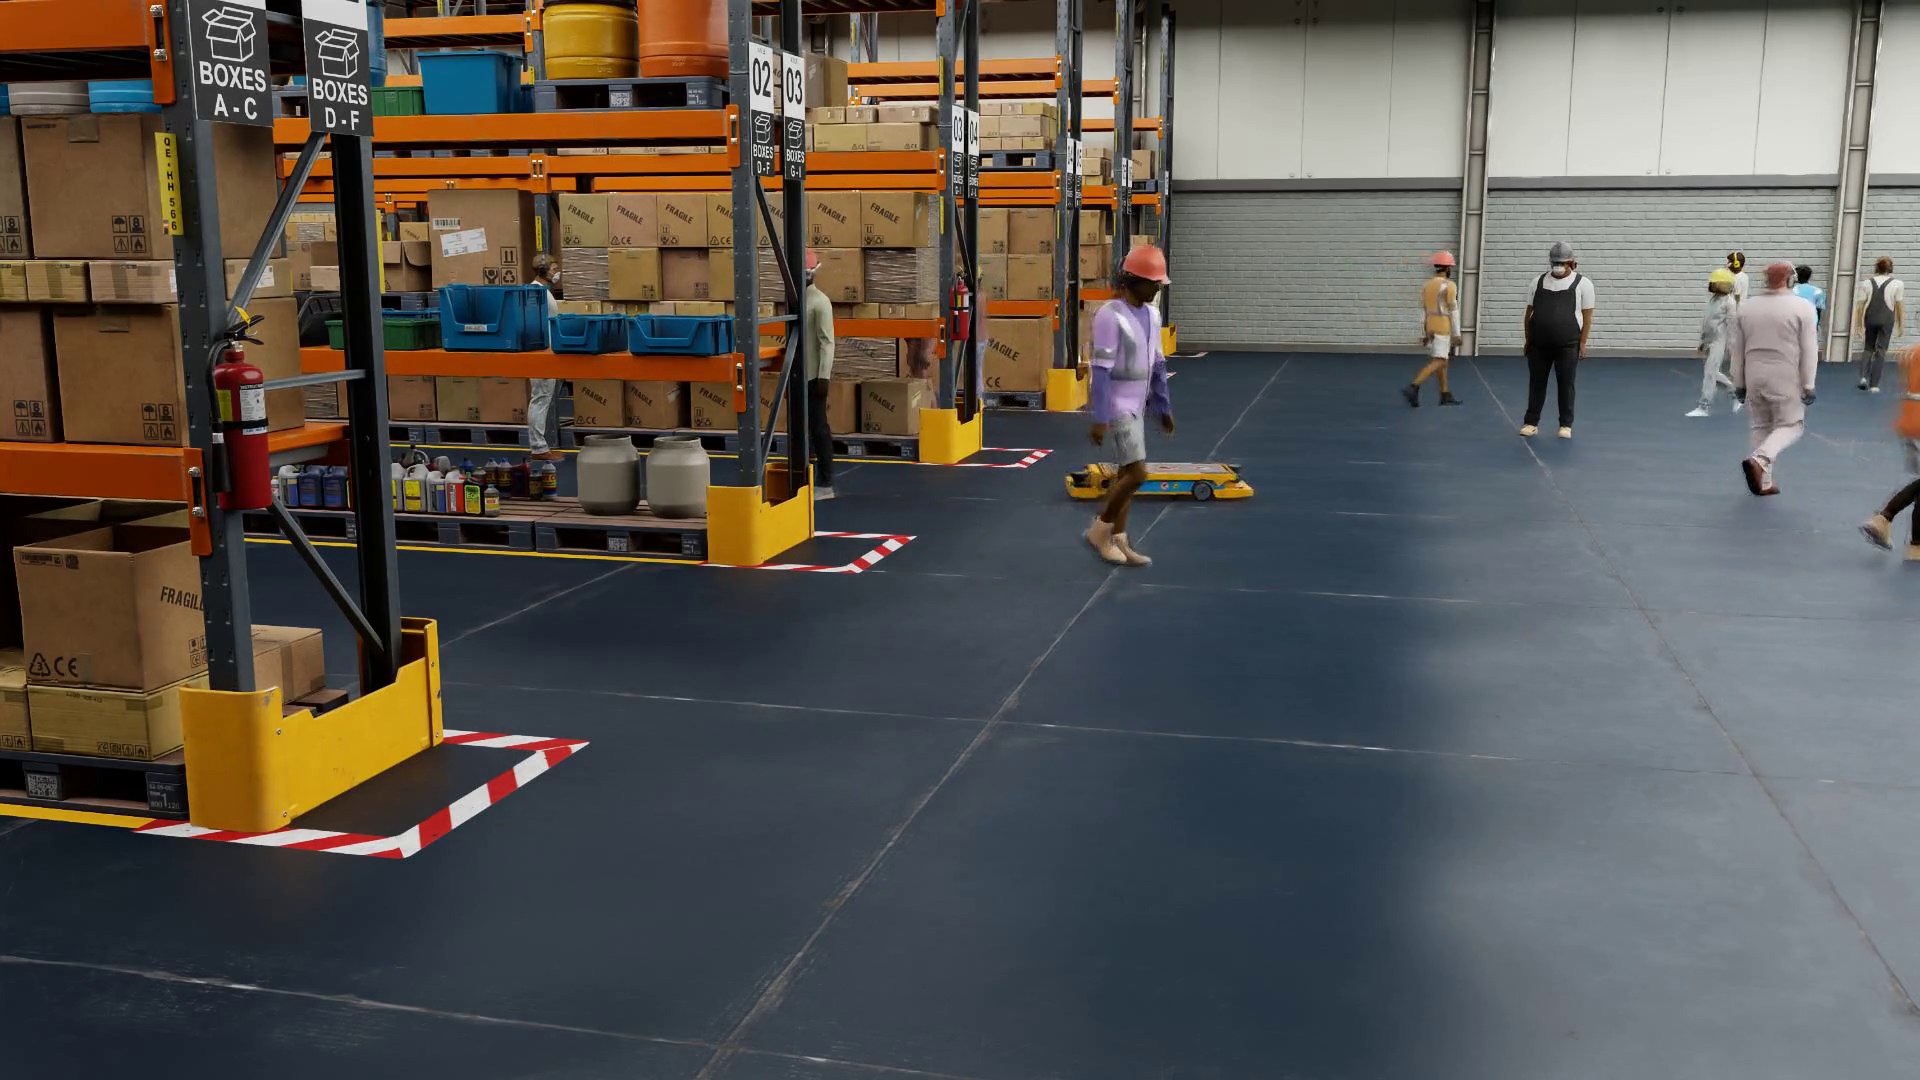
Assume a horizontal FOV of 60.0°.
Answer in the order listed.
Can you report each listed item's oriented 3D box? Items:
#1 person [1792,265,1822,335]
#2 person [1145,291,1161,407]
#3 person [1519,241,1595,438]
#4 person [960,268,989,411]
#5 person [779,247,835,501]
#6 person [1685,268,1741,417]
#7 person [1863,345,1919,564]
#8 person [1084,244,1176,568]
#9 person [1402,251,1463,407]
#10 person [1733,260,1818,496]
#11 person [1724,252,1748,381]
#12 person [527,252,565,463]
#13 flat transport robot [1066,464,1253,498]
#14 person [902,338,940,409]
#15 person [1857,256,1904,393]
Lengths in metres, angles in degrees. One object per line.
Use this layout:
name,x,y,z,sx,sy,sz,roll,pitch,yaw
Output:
person,12.100,-3.102,23.893,0.548,1.684,0.383,1,10,8
person,2.184,-2.526,20.308,0.404,1.830,0.602,9,14,41
person,6.164,-2.076,17.241,0.673,2.000,0.535,7,12,33
person,0.147,-2.303,19.282,0.364,1.760,0.547,3,11,15
person,-1.219,-1.307,13.106,0.396,1.992,0.623,-7,12,-32
person,8.822,-2.286,19.283,0.718,1.722,0.491,-1,10,-7
person,6.089,-0.676,10.475,0.398,1.689,0.543,2,10,8
person,1.065,-0.796,10.223,0.500,2.010,0.683,6,12,31
person,5.823,-2.574,20.364,0.892,1.912,0.549,-3,11,-18
person,6.393,-1.257,13.111,0.631,1.890,0.659,-6,12,-31
person,11.254,-3.242,24.196,0.329,1.865,0.510,7,12,32
person,-3.845,-1.674,15.327,0.368,1.931,0.625,-3,11,-16
flat transport robot,1.583,-0.483,13.317,1.431,0.197,0.652,0,10,1
person,-0.381,-2.021,17.367,0.593,1.900,0.680,-1,10,-8
person,12.311,-2.874,22.236,0.456,1.828,0.519,-10,14,-44
